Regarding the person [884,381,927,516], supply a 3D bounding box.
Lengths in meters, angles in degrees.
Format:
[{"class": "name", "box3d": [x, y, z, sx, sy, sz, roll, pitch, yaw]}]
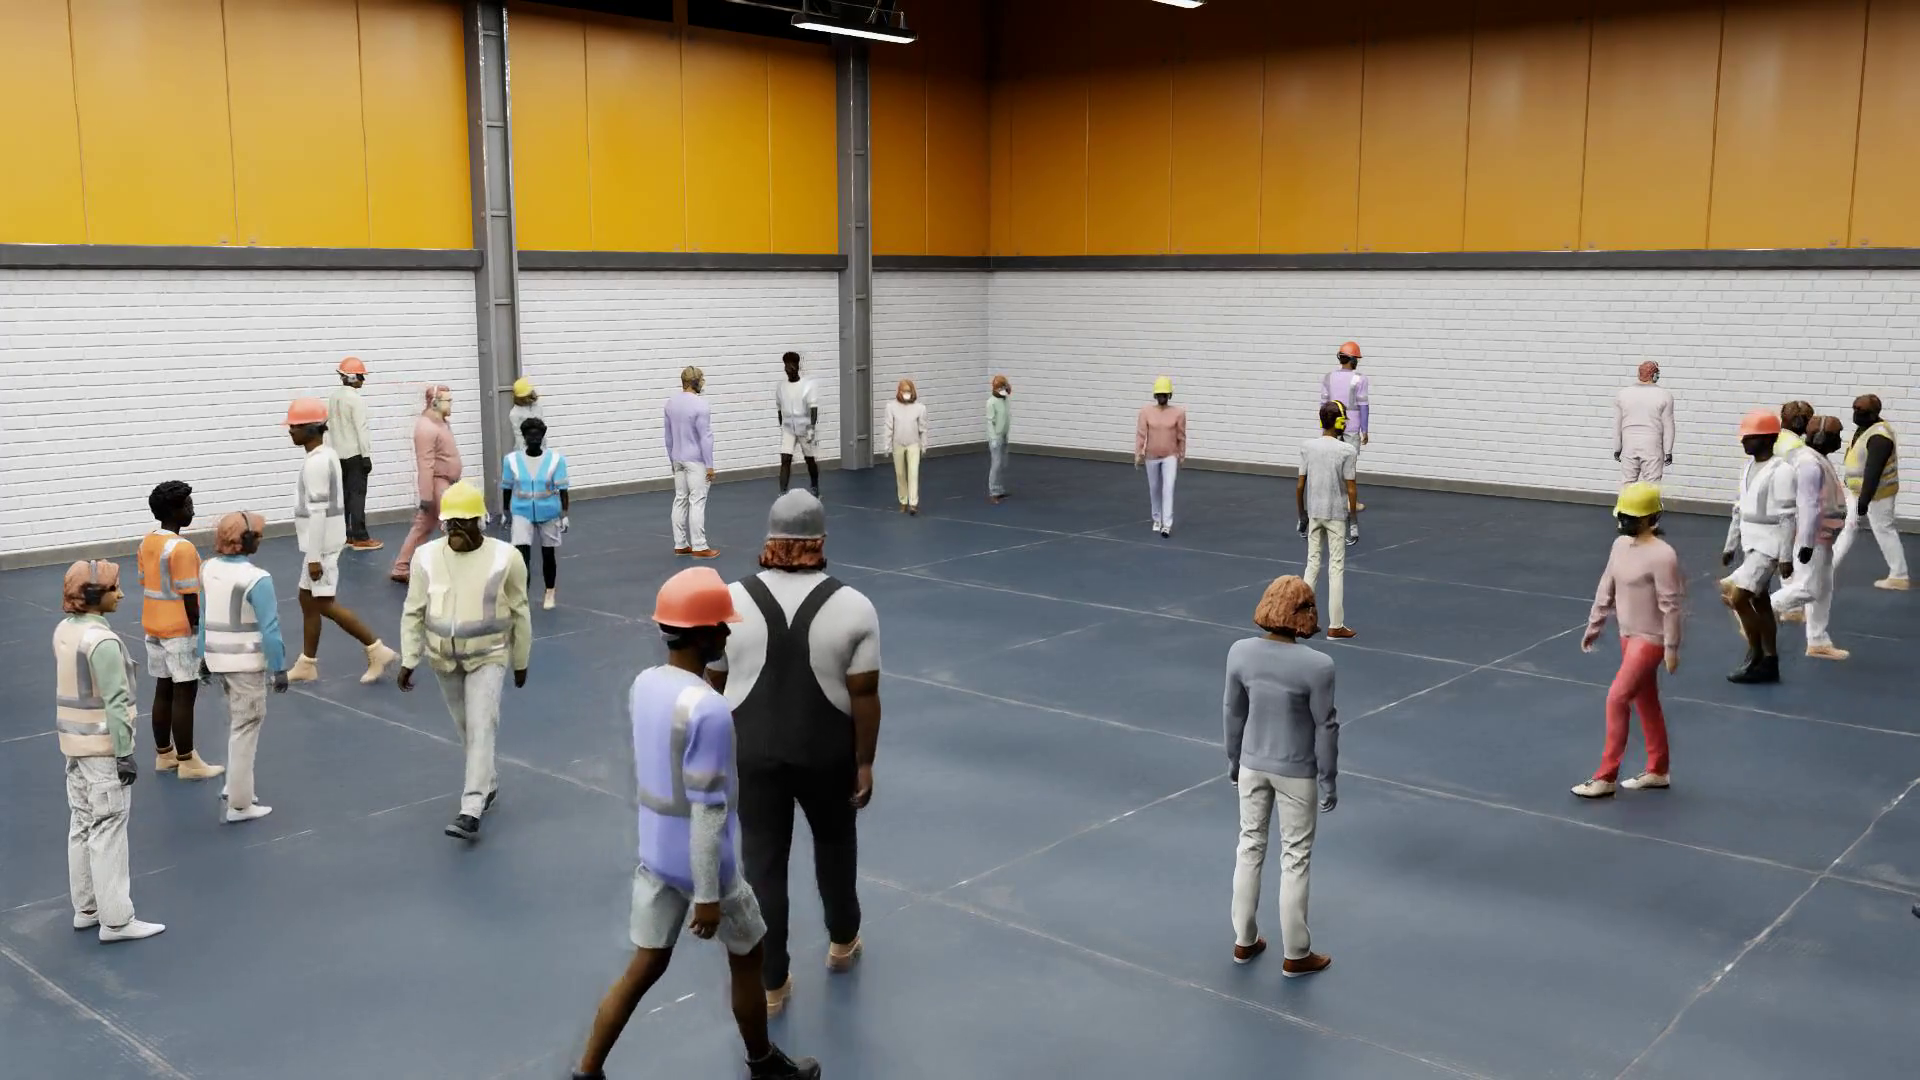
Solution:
[{"class": "person", "box3d": [-0.648, -1.078, 19.638, 0.503, 1.594, 0.841, 1, 9, 4]}]

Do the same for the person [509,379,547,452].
[{"class": "person", "box3d": [-4.773, -0.960, 18.596, 0.710, 1.687, 0.557, 8, 12, 41]}]

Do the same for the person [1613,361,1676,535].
[{"class": "person", "box3d": [7.487, -1.007, 18.202, 0.651, 1.906, 0.403, 8, 12, 40]}]

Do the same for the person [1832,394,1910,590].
[{"class": "person", "box3d": [8.139, -0.426, 14.972, 0.941, 1.774, 0.688, 2, 9, 11]}]

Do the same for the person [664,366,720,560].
[{"class": "person", "box3d": [-2.685, -0.770, 16.614, 0.635, 1.936, 0.351, 8, 12, 40]}]

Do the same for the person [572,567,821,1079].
[{"class": "person", "box3d": [-0.936, 1.027, 5.477, 0.971, 1.899, 0.557, -7, 12, -39]}]

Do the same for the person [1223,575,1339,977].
[{"class": "person", "box3d": [1.305, 0.949, 6.771, 0.507, 1.631, 0.266, 8, 12, 40]}]

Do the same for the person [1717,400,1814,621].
[{"class": "person", "box3d": [6.677, -0.237, 13.616, 0.670, 1.827, 0.633, 0, 9, 2]}]

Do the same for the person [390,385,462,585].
[{"class": "person", "box3d": [-4.738, -0.482, 15.078, 0.991, 1.860, 0.655, -2, 9, -11]}]

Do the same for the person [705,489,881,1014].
[{"class": "person", "box3d": [-0.652, 0.770, 6.622, 0.698, 2.000, 0.881, 0, 9, -1]}]

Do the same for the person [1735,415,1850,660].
[{"class": "person", "box3d": [6.227, -0.025, 12.316, 0.711, 1.819, 0.633, 5, 10, 30]}]

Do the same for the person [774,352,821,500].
[{"class": "person", "box3d": [-1.992, -1.363, 20.460, 0.609, 1.912, 1.037, 2, 9, 13]}]

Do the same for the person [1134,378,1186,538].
[{"class": "person", "box3d": [2.180, -0.901, 18.134, 0.548, 1.716, 0.919, 2, 9, 11]}]

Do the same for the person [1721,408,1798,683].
[{"class": "person", "box3d": [5.503, 0.048, 11.530, 0.572, 1.913, 0.558, 0, 9, 0]}]

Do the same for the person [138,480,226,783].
[{"class": "person", "box3d": [-4.398, 0.506, 9.347, 0.540, 1.698, 0.317, 8, 12, 40]}]

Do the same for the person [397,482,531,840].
[{"class": "person", "box3d": [-2.526, 0.608, 8.422, 0.591, 1.785, 0.915, 1, 9, 6]}]

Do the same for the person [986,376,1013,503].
[{"class": "person", "box3d": [0.518, -1.261, 20.768, 0.399, 1.596, 0.642, 6, 11, 32]}]

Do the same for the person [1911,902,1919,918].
[{"class": "person", "box3d": [4.730, 0.749, 7.231, 0.943, 1.903, 0.545, 1, 9, 6]}]

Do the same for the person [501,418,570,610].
[{"class": "person", "box3d": [-3.520, -0.185, 13.799, 0.571, 1.651, 0.832, -2, 9, -10]}]

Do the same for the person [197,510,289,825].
[{"class": "person", "box3d": [-3.709, 0.654, 8.637, 0.550, 1.620, 0.432, 5, 11, 31]}]

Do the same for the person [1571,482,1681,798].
[{"class": "person", "box3d": [3.590, 0.544, 8.997, 0.766, 1.729, 0.559, -1, 9, -4]}]

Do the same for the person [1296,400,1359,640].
[{"class": "person", "box3d": [2.874, -0.155, 12.991, 0.533, 1.862, 0.310, 8, 12, 40]}]

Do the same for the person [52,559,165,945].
[{"class": "person", "box3d": [-3.668, 0.896, 7.097, 0.523, 1.636, 0.310, 8, 12, 40]}]

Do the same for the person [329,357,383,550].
[{"class": "person", "box3d": [-6.275, -0.894, 17.221, 0.622, 1.990, 0.394, 8, 12, 40]}]

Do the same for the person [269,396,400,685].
[{"class": "person", "box3d": [-4.350, 0.022, 11.442, 0.757, 2.044, 0.624, -3, 9, -16]}]

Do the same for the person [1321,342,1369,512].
[{"class": "person", "box3d": [4.643, -1.361, 20.003, 0.614, 2.039, 0.389, 8, 12, 40]}]
